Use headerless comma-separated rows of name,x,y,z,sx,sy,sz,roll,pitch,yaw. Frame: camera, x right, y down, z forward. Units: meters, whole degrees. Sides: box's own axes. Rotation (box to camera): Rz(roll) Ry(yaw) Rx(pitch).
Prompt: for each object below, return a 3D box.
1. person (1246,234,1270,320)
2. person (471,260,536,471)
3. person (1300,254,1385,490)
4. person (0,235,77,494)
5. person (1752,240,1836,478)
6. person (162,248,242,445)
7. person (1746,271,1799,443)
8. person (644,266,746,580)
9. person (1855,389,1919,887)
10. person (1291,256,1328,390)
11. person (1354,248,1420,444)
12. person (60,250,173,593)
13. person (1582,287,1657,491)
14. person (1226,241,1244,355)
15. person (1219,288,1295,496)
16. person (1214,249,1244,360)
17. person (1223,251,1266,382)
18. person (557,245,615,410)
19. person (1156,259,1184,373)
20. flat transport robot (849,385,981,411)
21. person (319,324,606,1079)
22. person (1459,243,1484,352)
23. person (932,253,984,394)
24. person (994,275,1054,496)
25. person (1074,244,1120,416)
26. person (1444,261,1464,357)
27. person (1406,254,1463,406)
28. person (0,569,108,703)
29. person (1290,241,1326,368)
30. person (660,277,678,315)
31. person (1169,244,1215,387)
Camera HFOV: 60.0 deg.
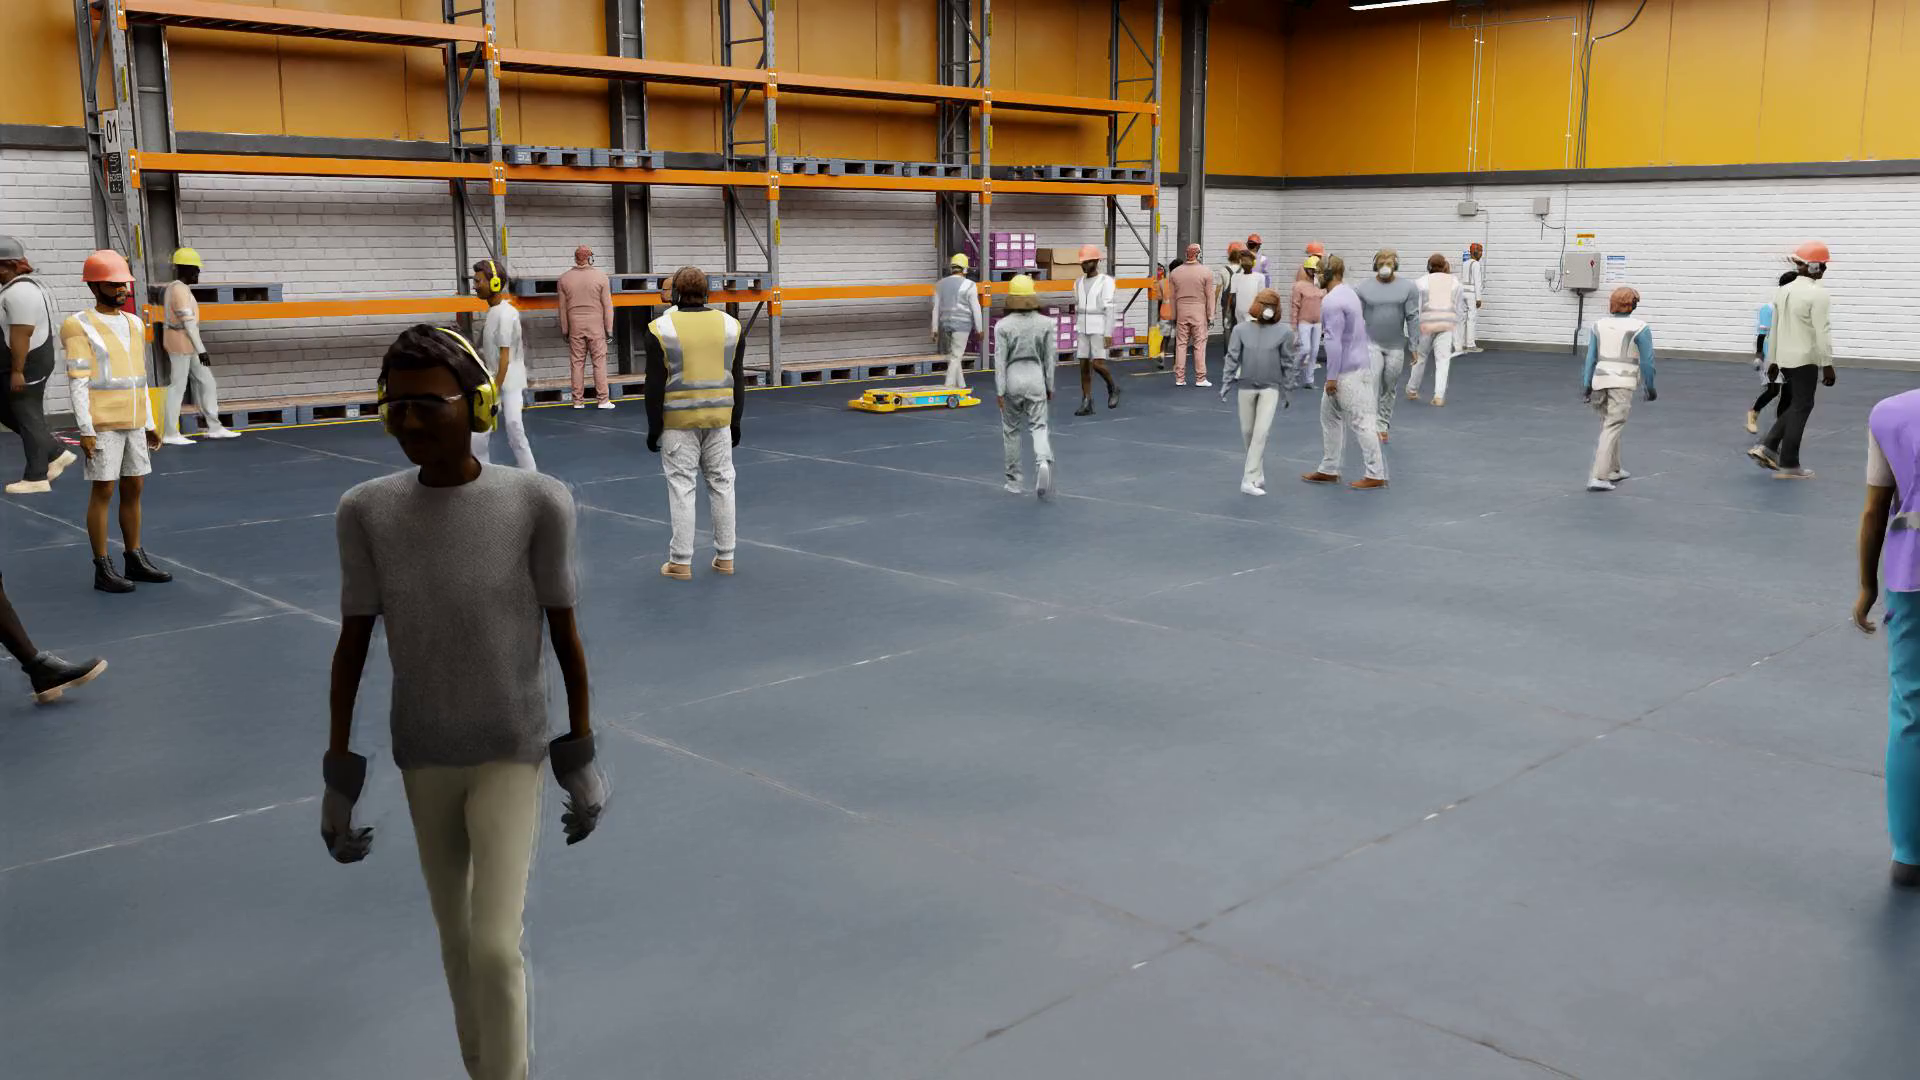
person,5.359,-4.573,30.481,0.611,2.040,0.393,2,11,11
person,-3.360,-1.046,11.774,0.796,1.841,0.563,-6,12,-29
person,3.130,-1.338,13.339,0.721,1.883,0.636,4,11,21
person,-7.402,-1.378,13.059,0.552,2.000,0.689,-7,12,-32
person,7.000,-1.482,13.791,0.430,1.978,0.621,0,10,-1
person,-7.394,-1.864,16.116,0.834,1.895,0.614,-4,11,-20
person,8.022,-1.790,16.286,0.543,1.683,0.431,-1,10,-7
person,-1.574,-0.687,9.837,0.624,1.843,0.429,-6,12,-30
person,3.096,0.172,5.180,0.562,1.828,0.498,7,13,34
person,4.601,-2.835,21.805,0.529,1.755,0.362,-5,11,-25
person,4.050,-1.815,15.854,0.636,1.893,0.991,2,11,8
person,-4.811,-0.678,9.516,0.361,1.940,0.543,3,11,18
person,5.294,-1.207,13.309,0.811,1.608,0.507,-7,12,-32
person,4.711,-4.080,28.137,0.459,1.909,0.549,1,10,4
person,2.352,-1.168,13.112,0.535,1.609,0.563,4,11,20
person,4.422,-3.837,27.144,0.575,1.795,0.950,0,10,3
person,3.983,-3.114,23.182,0.515,1.810,1.028,6,12,30
person,-4.324,-2.460,19.329,0.639,1.908,0.409,1,10,5
person,3.121,-3.274,24.359,0.557,1.681,0.436,5,12,27
flat transport robot,-0.524,-1.669,19.475,1.431,0.197,0.652,-7,13,-35
person,-1.049,0.493,3.395,0.546,1.841,0.779,1,10,4
person,8.899,-4.207,28.906,0.354,1.887,0.573,-2,11,-9
person,0.028,-2.632,20.585,0.600,1.793,0.854,8,13,37
person,0.505,-1.188,12.882,0.491,1.722,0.715,-2,11,-9
person,1.531,-2.363,18.750,0.566,1.922,0.553,9,14,39
person,8.036,-3.856,27.772,0.866,1.596,0.533,2,11,12
person,5.694,-2.533,20.036,0.628,1.786,0.983,0,10,2
person,-4.160,-0.187,6.924,1.006,1.897,0.665,-4,11,-23
person,5.198,-3.597,25.487,0.808,1.943,0.637,5,12,26
person,-2.653,-1.650,15.652,0.286,1.634,0.500,3,11,16
person,3.120,-3.000,22.272,0.642,1.909,0.409,6,12,29
